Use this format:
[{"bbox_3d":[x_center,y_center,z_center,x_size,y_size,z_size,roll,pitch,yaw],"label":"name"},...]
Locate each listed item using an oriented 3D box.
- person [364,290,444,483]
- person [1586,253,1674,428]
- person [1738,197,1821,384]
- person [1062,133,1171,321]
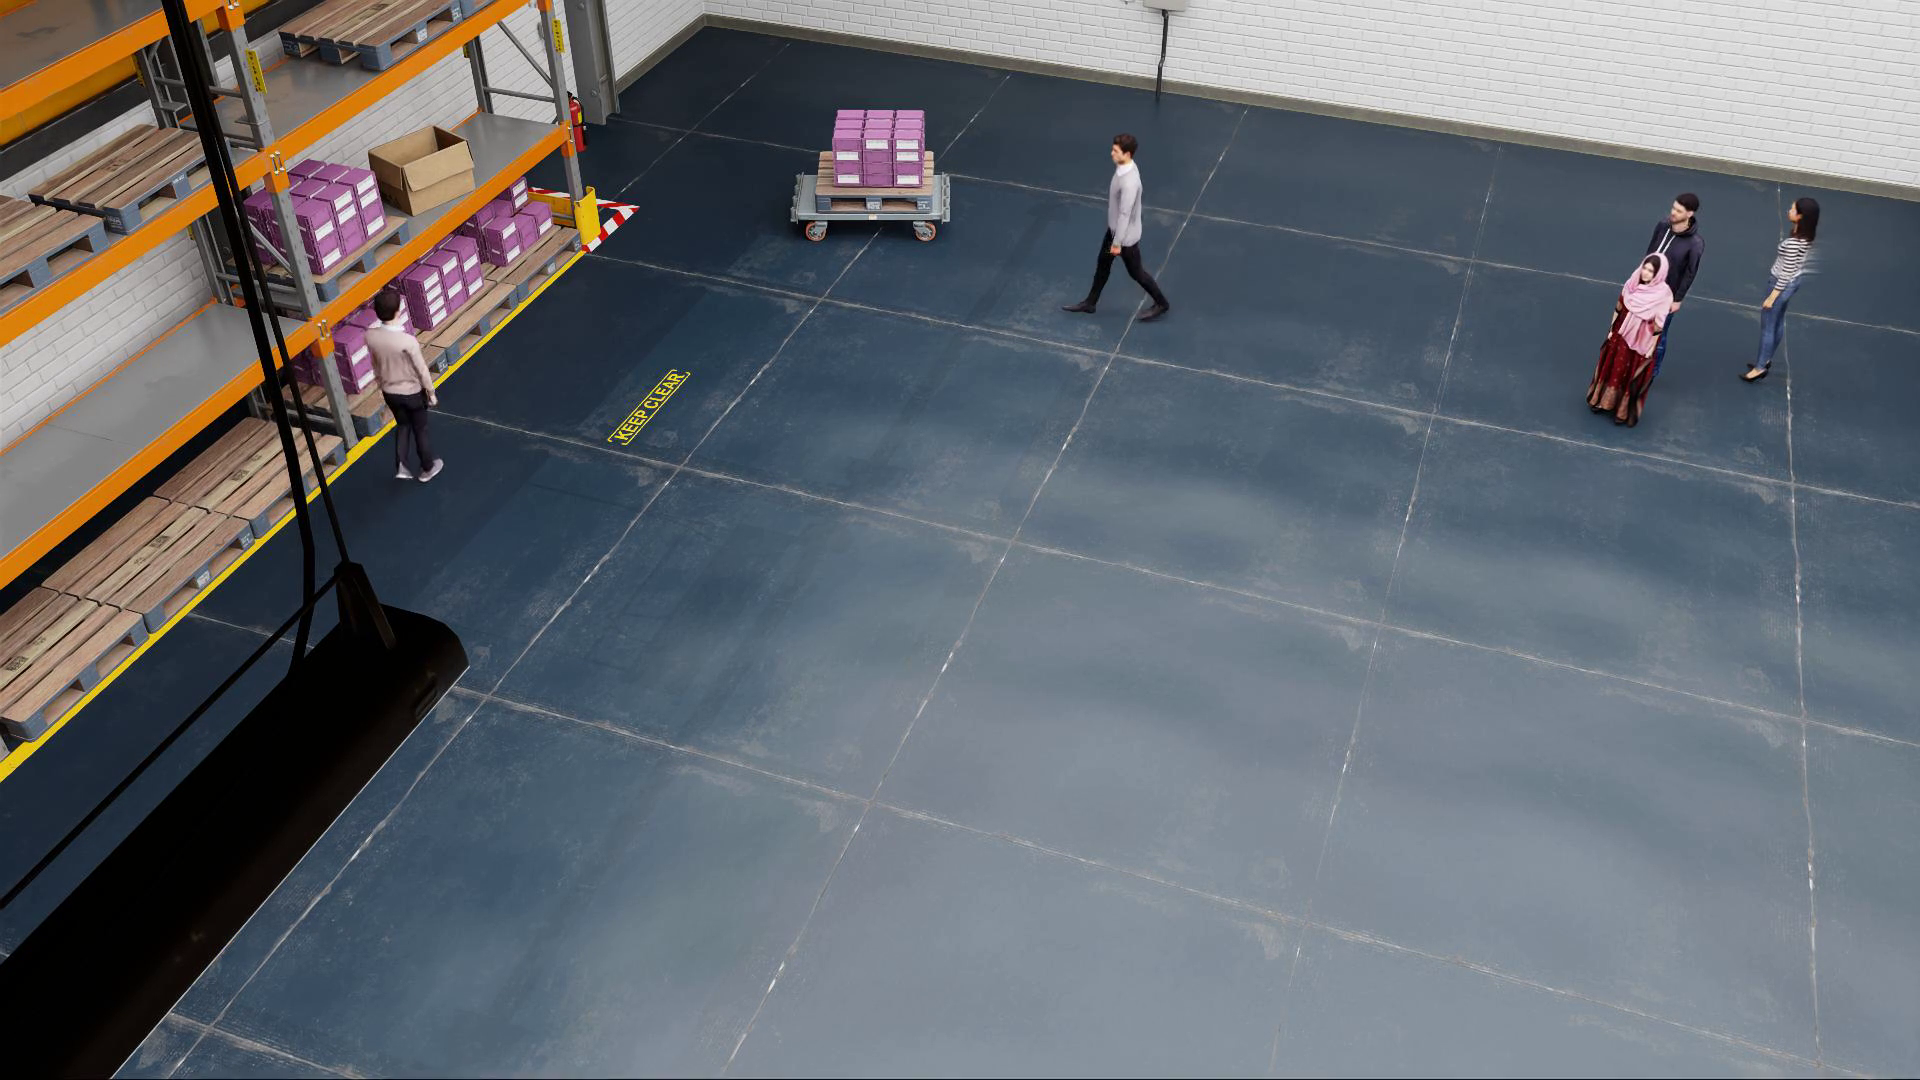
[{"bbox_3d":[-4.548,-1.176,13.495,0.678,1.801,0.789,9,39,11],"label":"person"},{"bbox_3d":[5.828,-1.760,14.361,0.794,1.633,0.783,-26,45,-29],"label":"person"},{"bbox_3d":[7.310,-2.218,14.805,0.724,1.794,0.576,29,47,31],"label":"person"},{"bbox_3d":[1.642,-2.892,15.581,1.175,1.879,1.326,-4,39,-5],"label":"person"}]
